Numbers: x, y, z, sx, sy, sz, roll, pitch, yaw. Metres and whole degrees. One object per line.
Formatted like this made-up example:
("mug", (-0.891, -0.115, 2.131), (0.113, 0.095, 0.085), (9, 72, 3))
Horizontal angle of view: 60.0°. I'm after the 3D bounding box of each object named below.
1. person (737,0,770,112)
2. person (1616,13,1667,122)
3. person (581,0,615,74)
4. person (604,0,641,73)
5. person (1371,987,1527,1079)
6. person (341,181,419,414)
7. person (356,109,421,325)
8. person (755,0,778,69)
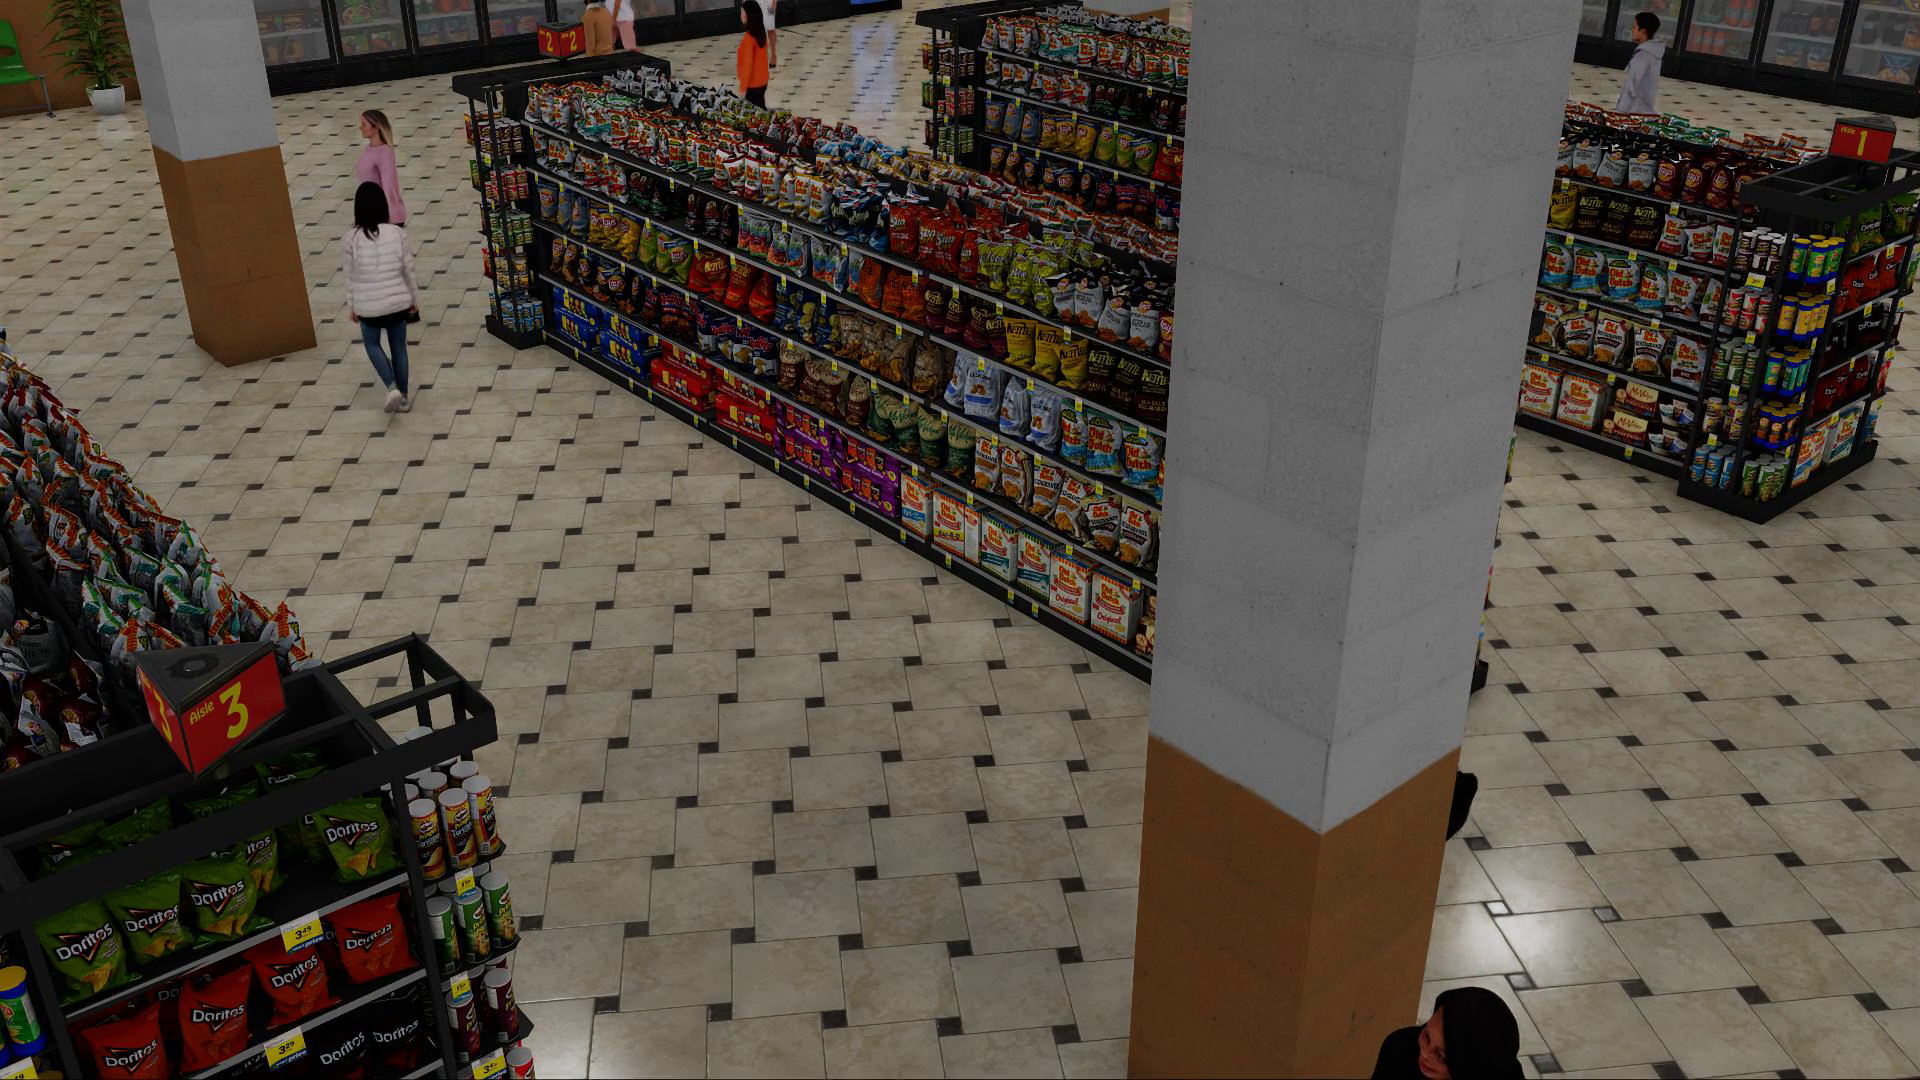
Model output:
("person", (-2.064, -4.717, 17.340), (1.037, 1.722, 0.969), (3, 27, 7))
("person", (6.383, -3.955, 15.611), (0.838, 1.925, 0.813), (12, 29, 23))
("person", (-3.948, -5.210, 18.275), (0.763, 1.754, 0.752), (9, 28, 18))
("person", (-4.249, -6.663, 21.140), (0.937, 1.754, 0.740), (23, 35, 38))
("person", (1.301, 1.829, 4.552), (0.622, 1.611, 0.744), (20, 33, 34))
("person", (-3.917, -1.602, 11.302), (0.712, 1.626, 0.804), (-13, 30, -25))
("person", (-4.500, -2.546, 13.094), (0.679, 1.688, 0.511), (-16, 31, -29))
("person", (-2.643, -7.220, 22.248), (0.638, 1.746, 0.699), (2, 27, 5))
